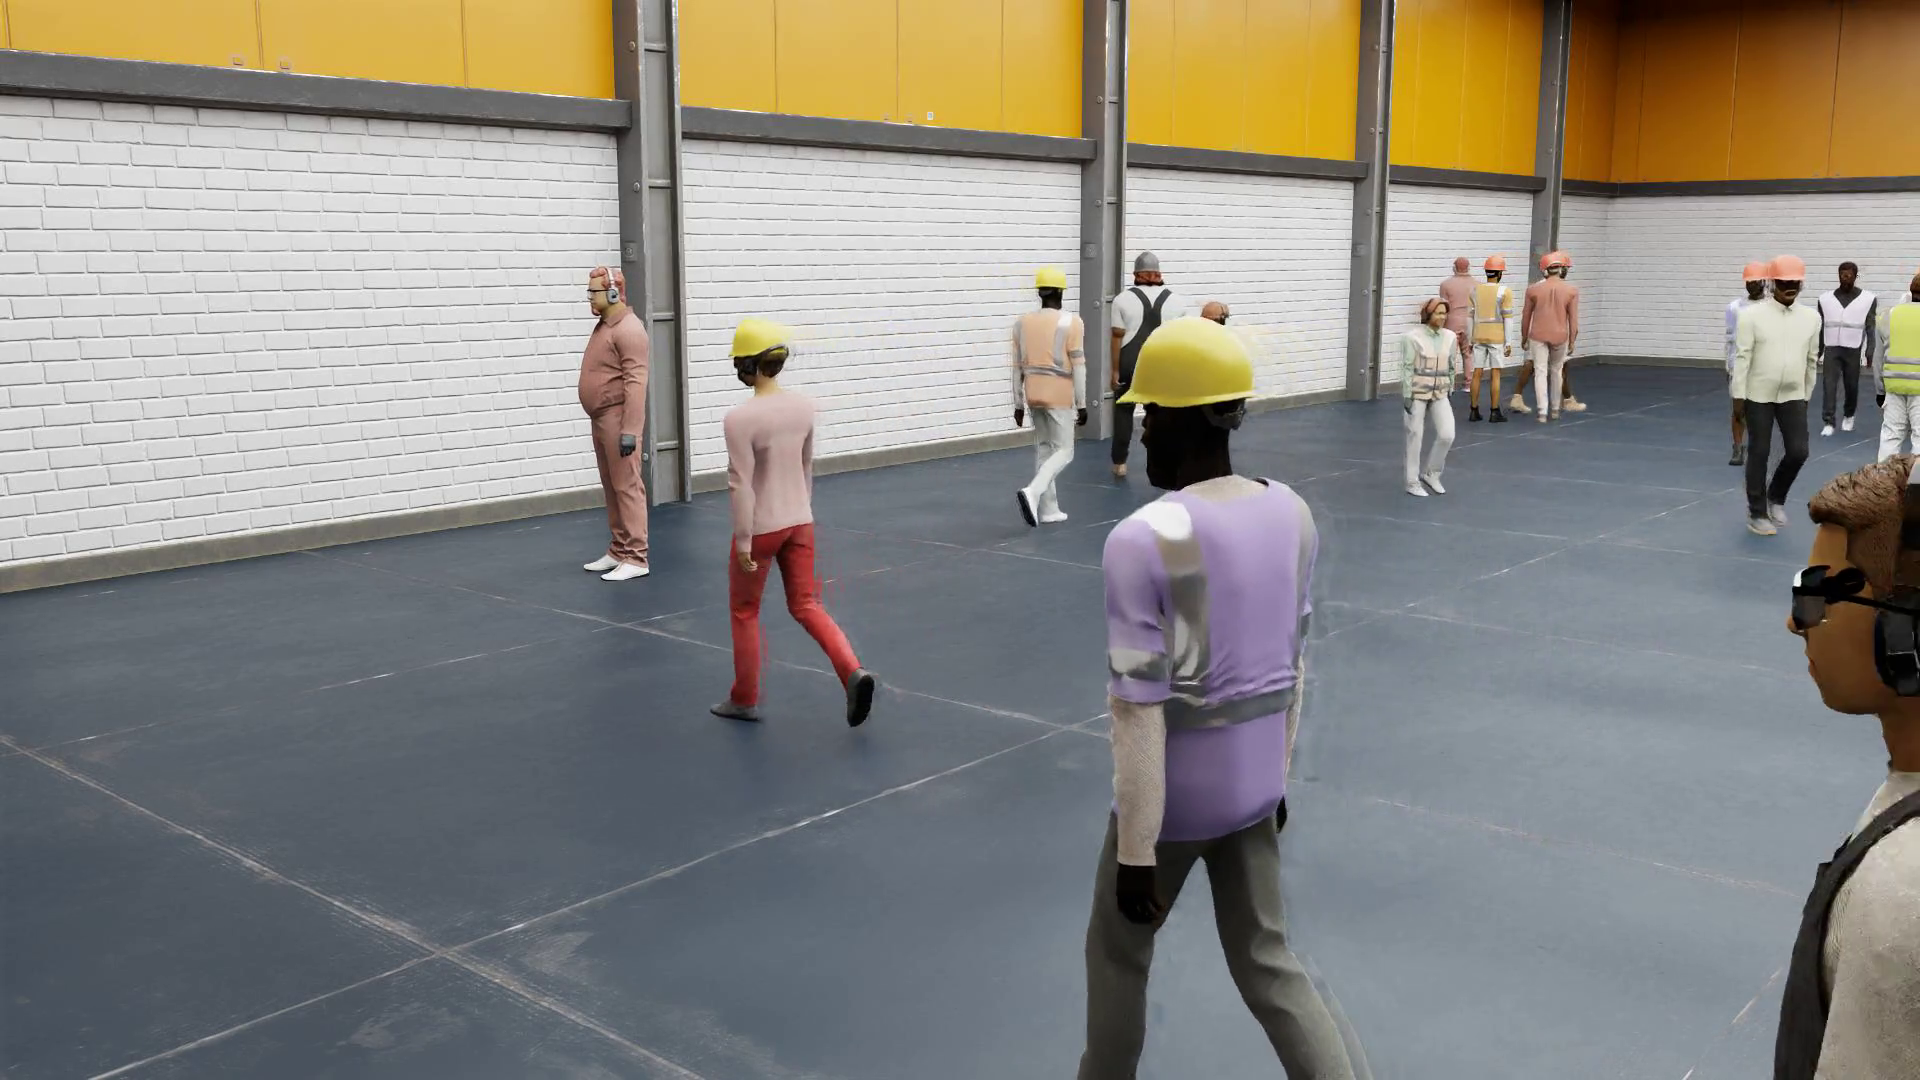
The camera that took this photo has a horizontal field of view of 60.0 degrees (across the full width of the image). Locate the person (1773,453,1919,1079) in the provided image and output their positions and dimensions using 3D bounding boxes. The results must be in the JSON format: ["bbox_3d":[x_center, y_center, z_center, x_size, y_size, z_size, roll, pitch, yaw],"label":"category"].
[{"bbox_3d":[0.918,0.814,1.774,0.562,1.829,0.508,7,12,35],"label":"person"}]

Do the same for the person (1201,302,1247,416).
[{"bbox_3d":[2.049,-1.127,13.481,0.537,1.588,0.882,8,13,38],"label":"person"}]

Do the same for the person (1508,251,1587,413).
[{"bbox_3d":[7.203,-2.531,20.348,1.058,1.992,0.632,-3,10,-17],"label":"person"}]

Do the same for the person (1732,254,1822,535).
[{"bbox_3d":[5.746,-1.013,11.726,0.621,1.978,0.430,1,10,5],"label":"person"}]

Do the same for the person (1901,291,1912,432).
[{"bbox_3d":[10.443,-2.072,17.950,0.575,1.919,0.548,-9,14,-43],"label":"person"}]

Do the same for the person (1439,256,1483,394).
[{"bbox_3d":[6.954,-2.992,23.205,0.651,1.905,0.403,-1,10,-5],"label":"person"}]

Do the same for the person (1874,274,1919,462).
[{"bbox_3d":[7.423,-1.153,12.911,0.429,1.842,0.634,-6,11,-29],"label":"person"}]

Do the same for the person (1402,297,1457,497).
[{"bbox_3d":[3.796,-1.149,13.497,0.528,1.623,0.378,-3,10,-16],"label":"person"}]

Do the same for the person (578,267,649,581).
[{"bbox_3d":[-2.130,-0.709,10.201,0.408,1.905,0.653,-5,11,-27],"label":"person"}]

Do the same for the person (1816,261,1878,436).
[{"bbox_3d":[9.662,-2.097,18.166,0.599,1.887,0.887,7,12,35],"label":"person"}]

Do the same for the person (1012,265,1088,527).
[{"bbox_3d":[0.611,-1.027,12.010,0.601,1.908,0.684,8,13,38],"label":"person"}]

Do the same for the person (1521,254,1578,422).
[{"bbox_3d":[6.933,-2.384,19.639,0.606,1.946,0.916,2,10,11],"label":"person"}]

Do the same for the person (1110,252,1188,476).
[{"bbox_3d":[1.629,-1.545,14.576,0.694,2.000,0.923,-1,10,-6],"label":"person"}]

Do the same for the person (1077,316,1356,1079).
[{"bbox_3d":[0.524,0.495,3.370,0.592,1.892,0.936,-8,13,-38],"label":"person"}]

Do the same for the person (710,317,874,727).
[{"bbox_3d":[-0.736,-0.056,6.938,0.756,1.741,0.524,9,13,41],"label":"person"}]

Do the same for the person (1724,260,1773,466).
[{"bbox_3d":[7.486,-1.674,15.674,0.545,1.916,0.823,6,12,32],"label":"person"}]

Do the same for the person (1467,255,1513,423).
[{"bbox_3d":[6.174,-2.334,19.366,0.548,1.938,0.358,9,13,41],"label":"person"}]
